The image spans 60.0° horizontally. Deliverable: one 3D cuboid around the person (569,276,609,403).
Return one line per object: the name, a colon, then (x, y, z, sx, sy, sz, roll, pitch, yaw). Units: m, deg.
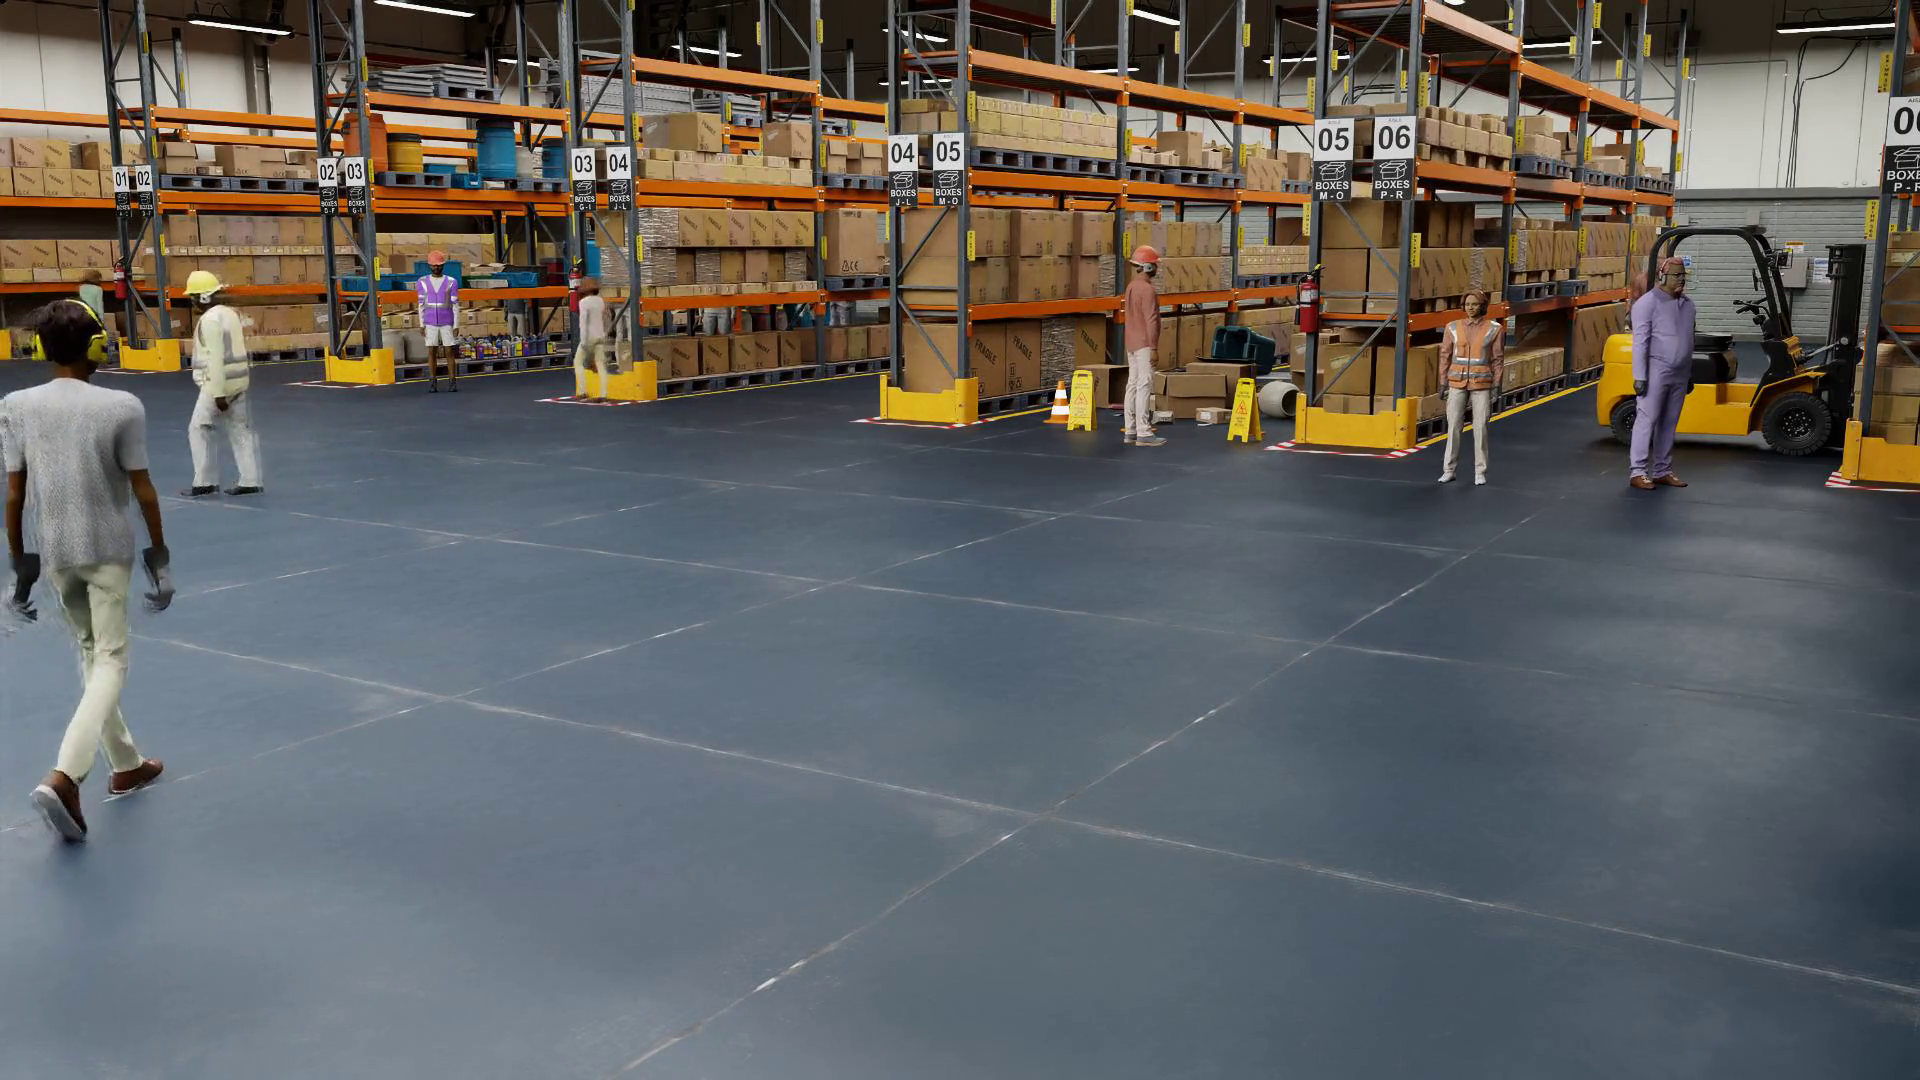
person: (-4.712, -2.532, 21.100, 0.634, 1.602, 0.505, 5, 11, 27)

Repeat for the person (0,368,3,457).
person: (-9.230, -1.729, 15.557, 0.642, 1.969, 0.449, 4, 11, 20)

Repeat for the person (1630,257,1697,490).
person: (5.830, -1.370, 13.739, 0.654, 1.906, 0.408, -5, 11, -26)

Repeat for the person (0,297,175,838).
person: (-3.073, 0.080, 5.813, 0.533, 1.846, 0.859, 0, 10, 0)

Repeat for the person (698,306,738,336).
person: (-3.684, -3.444, 25.312, 0.622, 1.932, 0.369, 1, 10, 4)

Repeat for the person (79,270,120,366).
person: (-14.065, -3.599, 27.100, 0.527, 1.583, 0.833, 2, 10, 12)

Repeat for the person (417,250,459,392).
person: (-7.073, -2.958, 22.590, 0.540, 1.929, 0.391, -2, 10, -10)

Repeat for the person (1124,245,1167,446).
person: (1.846, -1.946, 16.712, 0.376, 1.997, 0.612, -3, 11, -17)

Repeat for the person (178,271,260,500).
person: (-5.941, -1.215, 13.159, 0.712, 1.799, 0.585, 0, 10, 0)

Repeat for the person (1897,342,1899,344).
person: (16.728, -4.148, 29.355, 0.783, 1.893, 0.596, -10, 14, -43)

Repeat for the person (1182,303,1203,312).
person: (3.917, -3.885, 28.610, 0.513, 1.630, 0.318, 3, 11, 17)

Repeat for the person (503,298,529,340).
person: (-7.564, -3.846, 28.373, 0.505, 1.632, 0.269, 4, 11, 23)

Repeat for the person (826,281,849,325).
person: (-2.375, -4.532, 31.598, 0.650, 1.857, 0.363, 5, 11, 27)

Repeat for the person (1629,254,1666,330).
person: (10.162, -3.247, 24.373, 0.639, 1.866, 0.952, 5, 11, 27)

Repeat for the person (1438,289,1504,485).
person: (4.295, -1.283, 14.001, 0.522, 1.639, 0.306, 5, 11, 27)

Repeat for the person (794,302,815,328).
person: (-2.822, -4.315, 29.967, 0.624, 1.992, 1.002, 7, 13, 36)

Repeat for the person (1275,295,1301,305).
person: (6.547, -4.782, 32.946, 1.015, 1.874, 0.569, -10, 14, -44)

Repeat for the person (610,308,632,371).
person: (-5.316, -3.608, 26.398, 0.512, 1.865, 0.329, 2, 10, 11)
